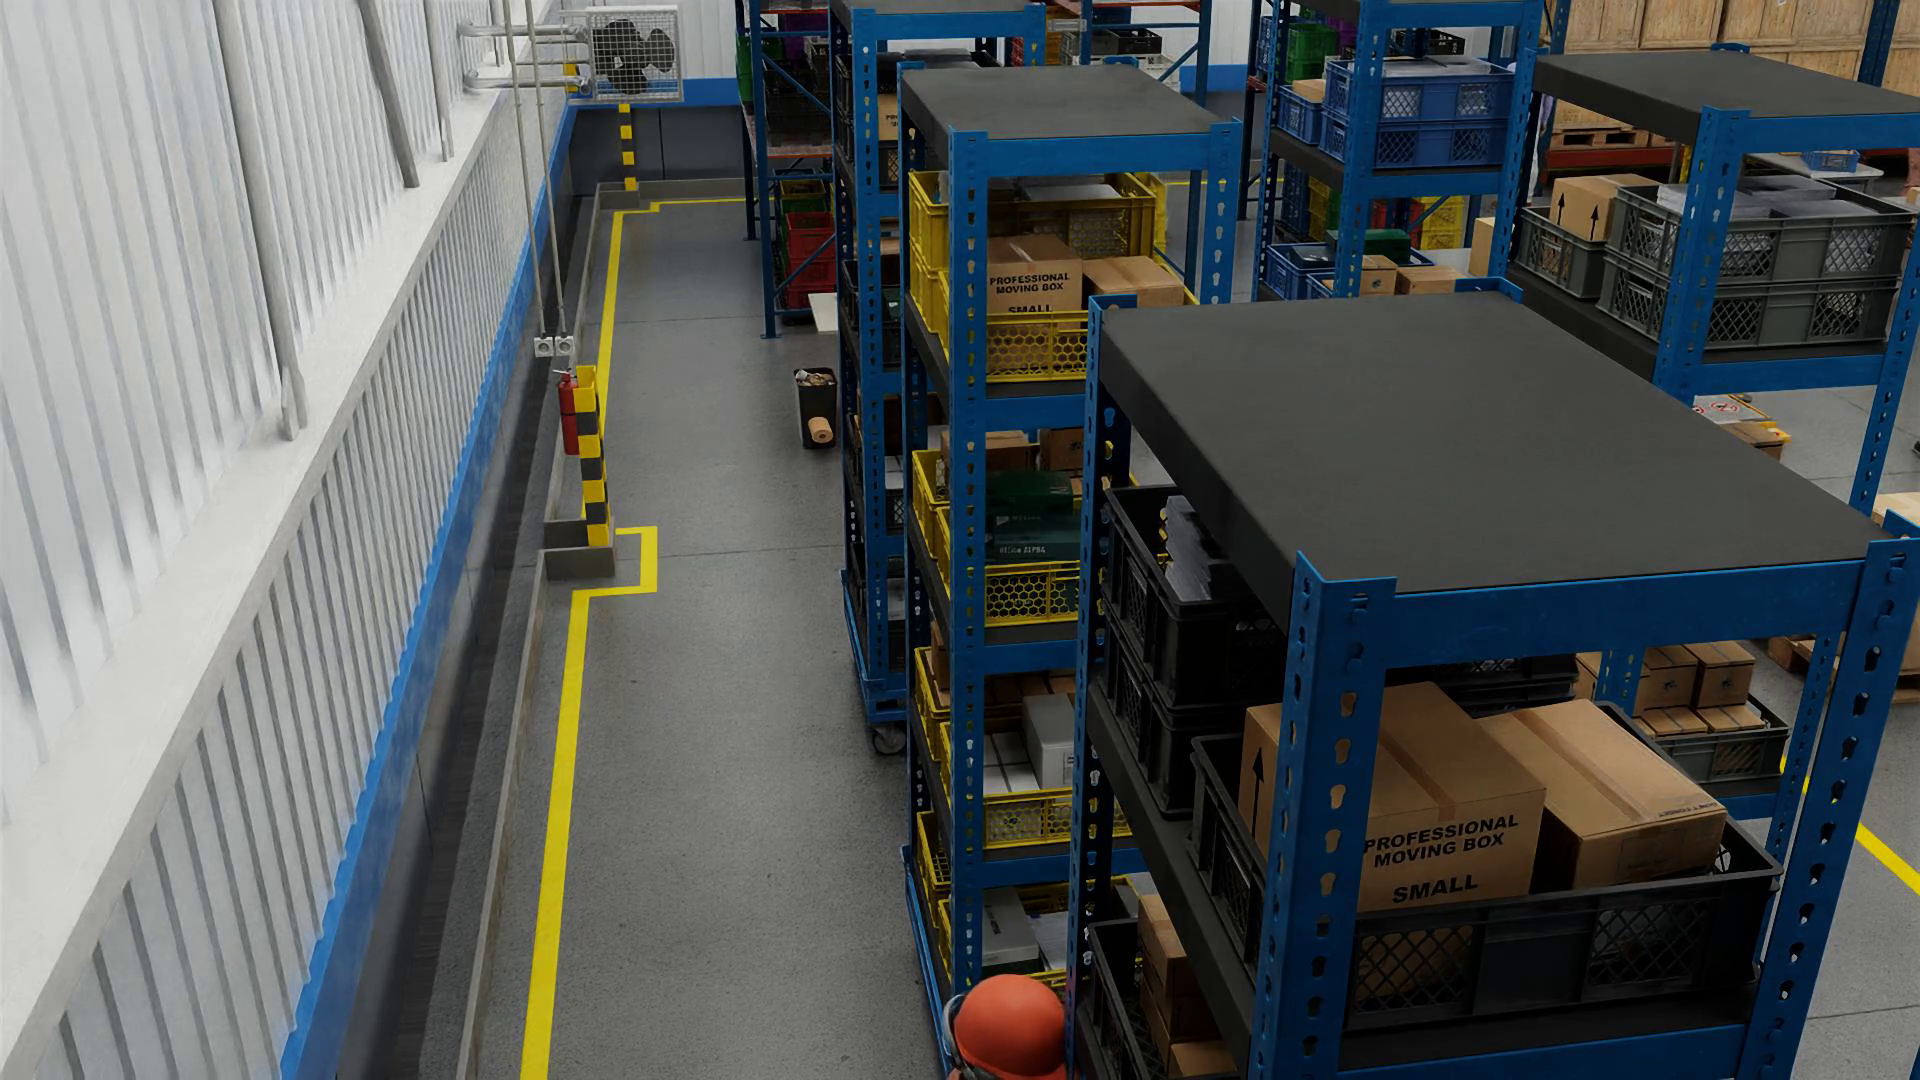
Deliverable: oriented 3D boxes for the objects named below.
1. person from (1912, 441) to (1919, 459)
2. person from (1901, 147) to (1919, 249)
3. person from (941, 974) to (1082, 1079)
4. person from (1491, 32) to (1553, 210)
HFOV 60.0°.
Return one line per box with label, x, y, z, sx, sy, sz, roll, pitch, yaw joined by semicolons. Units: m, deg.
person;7.041;-1.404;11.474;0.592;1.823;0.403;10;27;21
person;9.823;-3.906;16.833;0.398;1.900;0.637;11;27;23
person;0.081;1.894;4.112;0.392;1.986;0.609;5;25;11
person;6.171;-4.576;18.231;0.635;1.937;0.355;-7;26;-15
